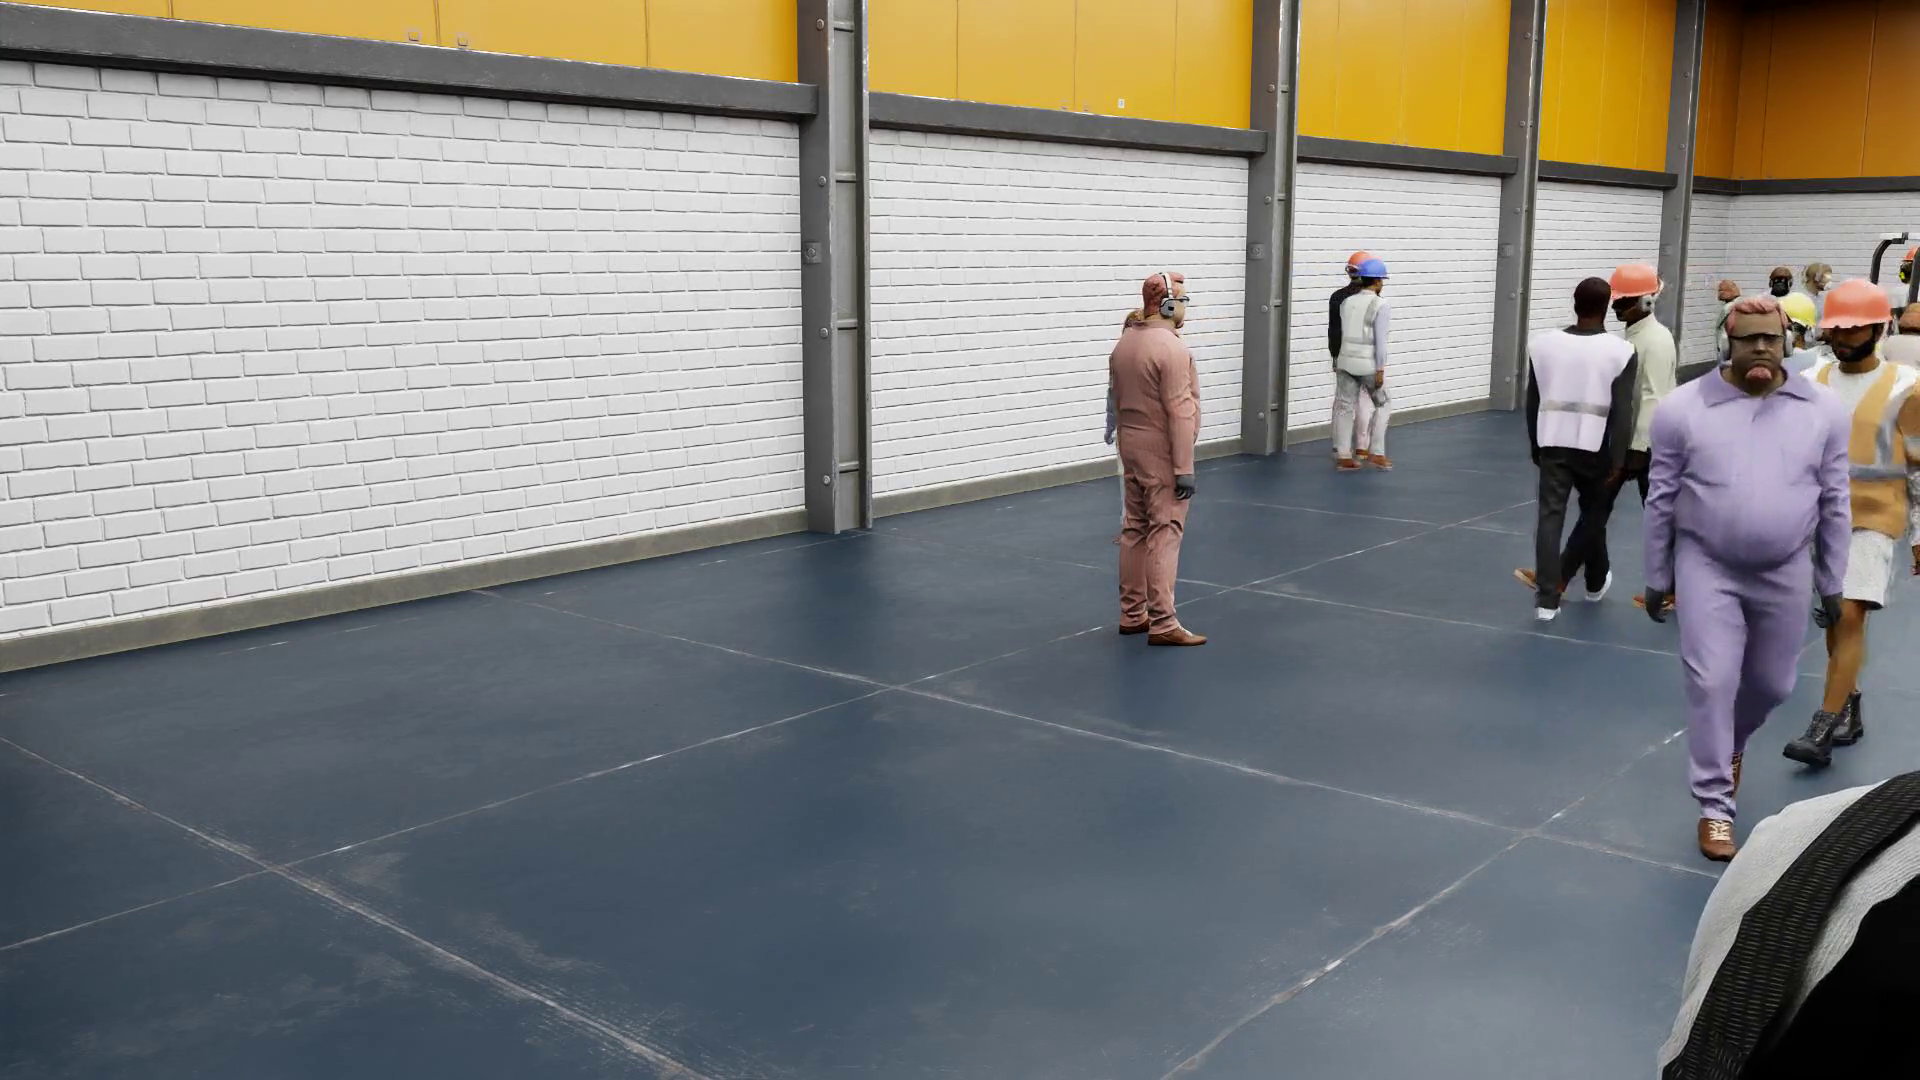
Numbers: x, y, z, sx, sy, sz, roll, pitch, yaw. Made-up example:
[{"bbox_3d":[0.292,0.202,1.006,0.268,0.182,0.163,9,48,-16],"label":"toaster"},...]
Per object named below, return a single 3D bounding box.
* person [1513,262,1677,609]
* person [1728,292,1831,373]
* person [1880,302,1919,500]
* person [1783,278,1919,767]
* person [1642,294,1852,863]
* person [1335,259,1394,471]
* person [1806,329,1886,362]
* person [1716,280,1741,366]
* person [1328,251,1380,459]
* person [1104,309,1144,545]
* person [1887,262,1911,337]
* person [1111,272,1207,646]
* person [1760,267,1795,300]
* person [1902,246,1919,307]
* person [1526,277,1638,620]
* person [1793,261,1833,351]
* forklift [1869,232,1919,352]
[{"bbox_3d":[3.669,-0.562,9.289,0.990,1.936,0.639,0,10,1],"label":"person"},{"bbox_3d":[4.275,-0.398,8.764,0.591,1.810,0.853,6,12,31],"label":"person"},{"bbox_3d":[7.502,-1.091,13.253,0.770,1.602,0.507,-6,11,-30],"label":"person"},{"bbox_3d":[3.443,-0.064,6.562,0.912,1.897,0.568,-8,13,-37],"label":"person"},{"bbox_3d":[2.693,0.091,5.746,0.650,1.877,0.833,2,10,13],"label":"person"},{"bbox_3d":[3.710,-1.580,15.126,0.641,1.922,0.632,-6,12,-32],"label":"person"},{"bbox_3d":[5.331,-0.612,10.138,0.492,1.744,0.295,4,11,19],"label":"person"},{"bbox_3d":[9.363,-2.357,20.394,0.298,1.635,0.530,5,11,29],"label":"person"},{"bbox_3d":[3.831,-1.780,16.070,0.377,1.995,0.608,-8,13,-40],"label":"person"},{"bbox_3d":[1.255,-0.771,11.412,0.505,1.623,0.429,8,13,38],"label":"person"},{"bbox_3d":[12.599,-2.762,22.087,0.527,1.848,0.680,1,10,6],"label":"person"},{"bbox_3d":[1.035,-0.413,8.536,0.409,1.907,0.649,-4,11,-23],"label":"person"},{"bbox_3d":[8.587,-1.949,17.517,0.618,1.836,0.432,6,11,29],"label":"person"},{"bbox_3d":[11.936,-2.644,20.848,0.379,2.045,0.605,6,11,29],"label":"person"},{"bbox_3d":[3.452,-0.521,9.289,0.591,1.862,0.998,6,11,29],"label":"person"},{"bbox_3d":[8.086,-1.740,16.099,0.647,1.907,0.801,-6,12,-33],"label":"person"},{"bbox_3d":[9.955,-1.972,16.595,2.313,2.155,1.214,1,10,8],"label":"forklift"}]
